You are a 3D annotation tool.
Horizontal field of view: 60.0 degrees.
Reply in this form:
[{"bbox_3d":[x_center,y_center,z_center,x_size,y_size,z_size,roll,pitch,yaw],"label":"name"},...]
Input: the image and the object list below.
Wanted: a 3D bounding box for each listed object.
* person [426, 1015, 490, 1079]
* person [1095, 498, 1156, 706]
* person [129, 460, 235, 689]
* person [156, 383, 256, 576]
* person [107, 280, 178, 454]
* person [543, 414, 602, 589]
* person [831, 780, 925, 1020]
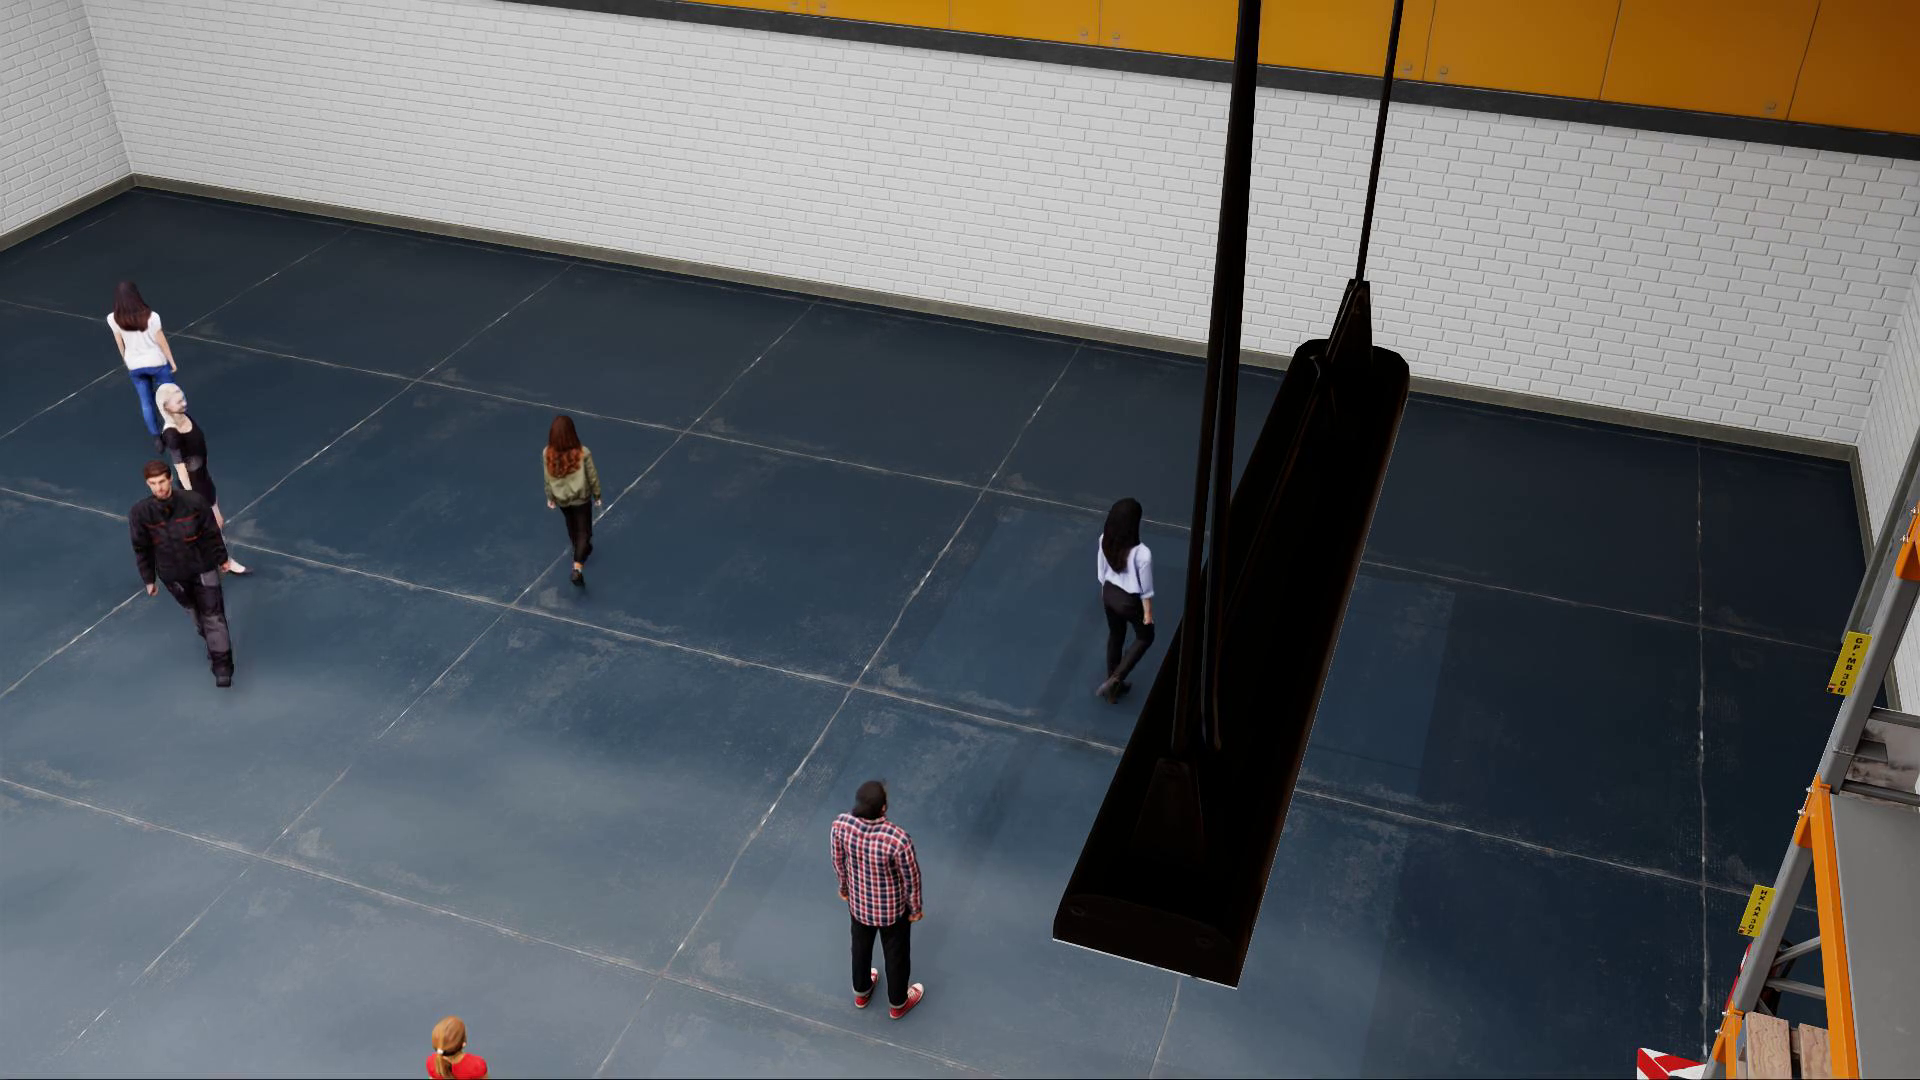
[{"bbox_3d":[-2.539,2.941,8.568,0.525,1.310,0.550,3,34,4],"label":"person"},{"bbox_3d":[1.127,0.494,11.864,0.794,1.737,0.841,27,42,35],"label":"person"},{"bbox_3d":[-5.693,0.174,12.291,1.123,1.798,1.249,-9,35,-13],"label":"person"},{"bbox_3d":[-6.152,-0.426,13.181,0.964,1.811,0.990,-9,35,-13],"label":"person"},{"bbox_3d":[-7.323,-1.540,14.973,0.687,1.683,0.701,-4,34,-6],"label":"person"},{"bbox_3d":[-3.111,-0.297,13.311,0.749,1.453,1.019,3,34,5],"label":"person"},{"bbox_3d":[-0.465,2.041,9.516,0.680,1.760,0.595,12,35,18],"label":"person"}]
